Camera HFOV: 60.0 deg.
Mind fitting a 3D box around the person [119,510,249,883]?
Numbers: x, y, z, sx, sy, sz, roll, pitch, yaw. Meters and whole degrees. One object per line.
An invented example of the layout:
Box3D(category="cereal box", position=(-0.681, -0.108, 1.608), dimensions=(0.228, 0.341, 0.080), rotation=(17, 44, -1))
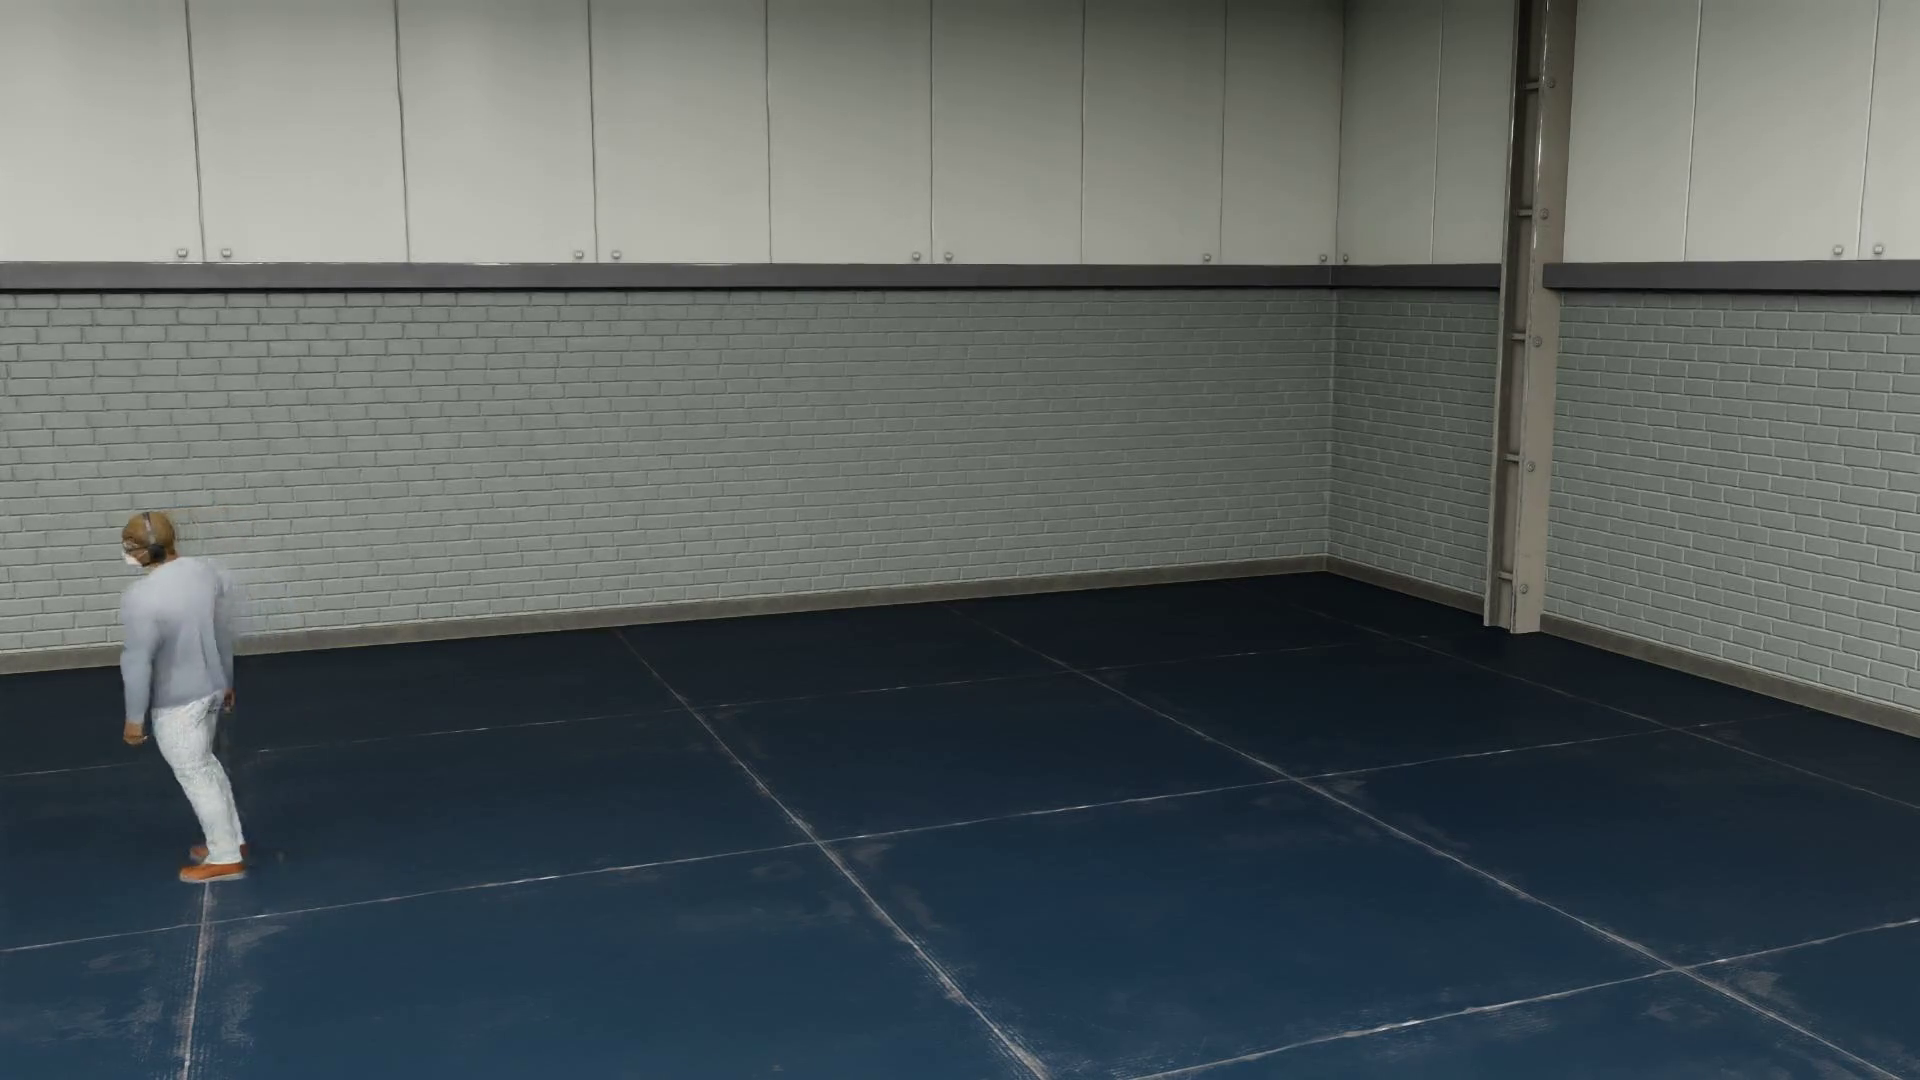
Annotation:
Box3D(category="person", position=(-3.828, 0.787, 8.211), dimensions=(0.453, 1.907, 0.671), rotation=(1, 9, 7))
